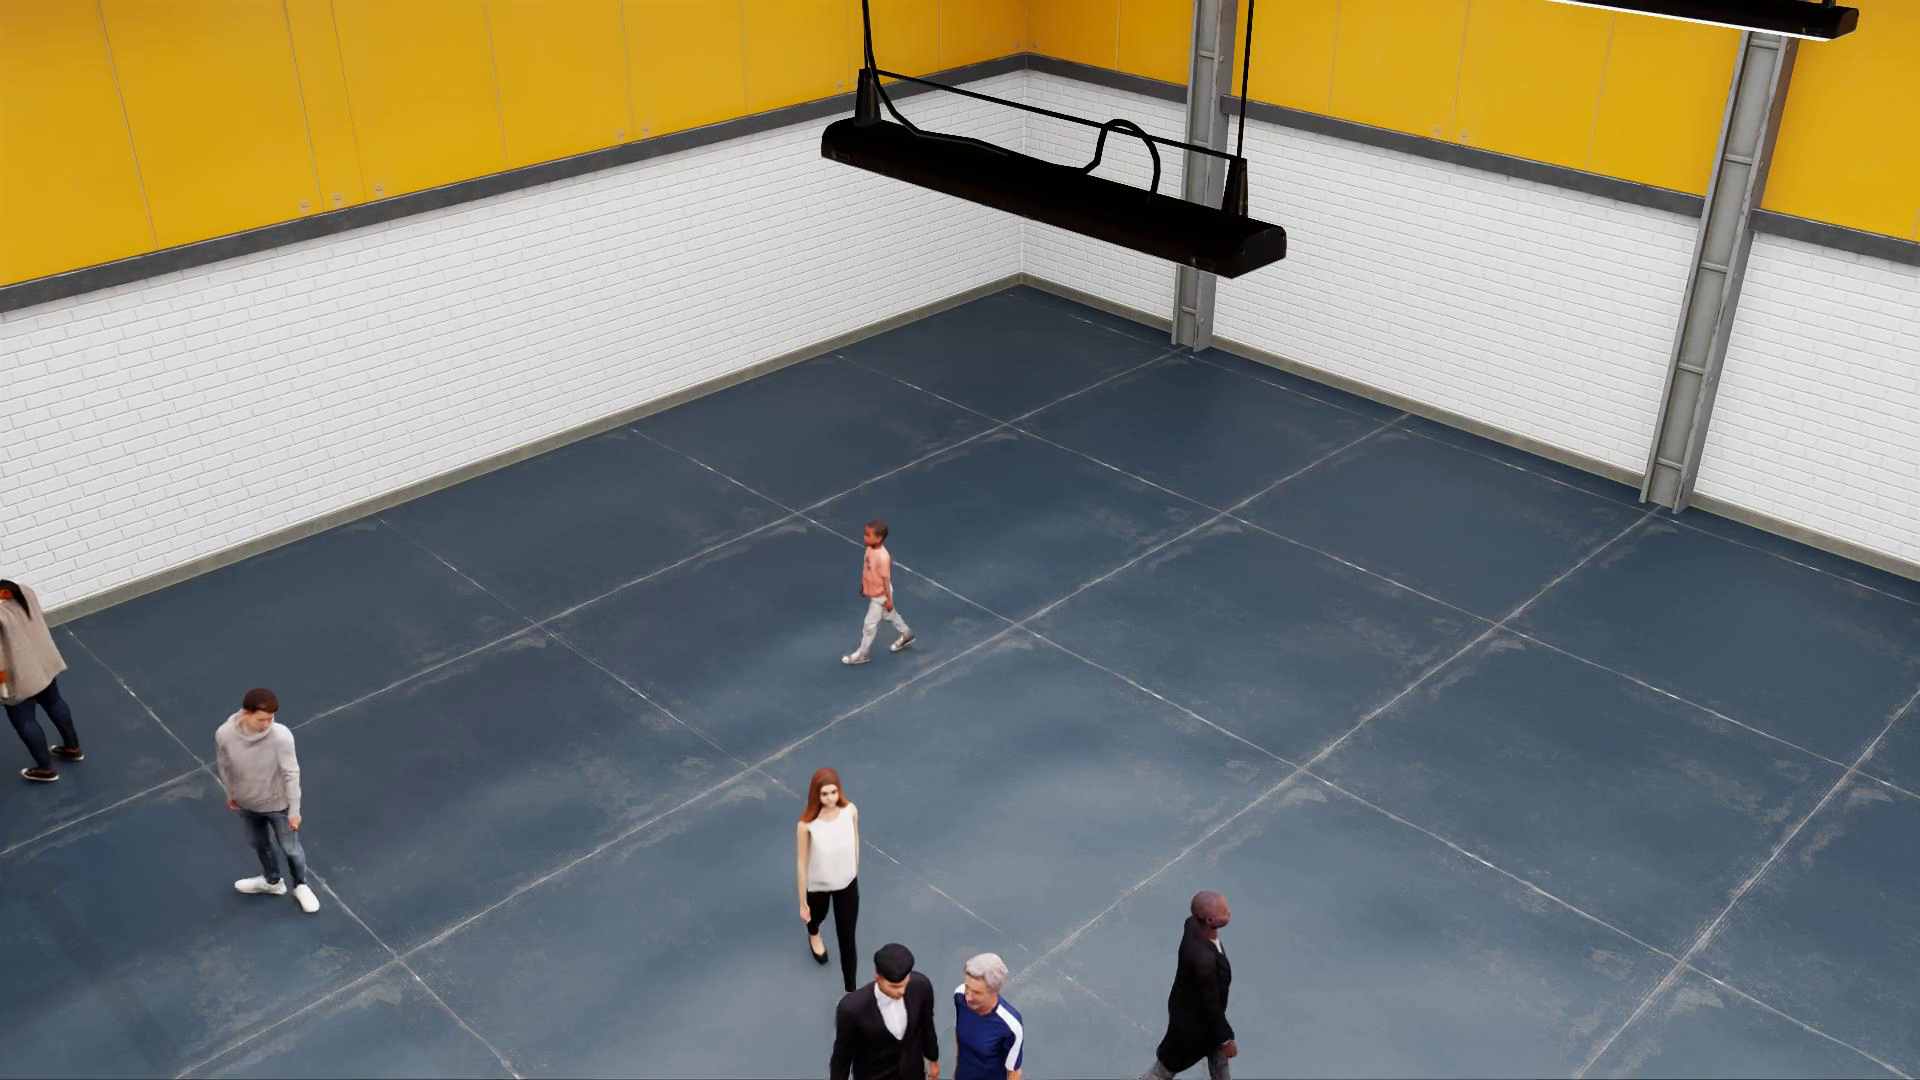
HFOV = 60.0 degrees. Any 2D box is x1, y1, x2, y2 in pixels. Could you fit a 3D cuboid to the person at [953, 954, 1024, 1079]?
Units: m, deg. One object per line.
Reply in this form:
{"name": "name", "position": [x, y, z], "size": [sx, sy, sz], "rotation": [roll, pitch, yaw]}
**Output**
{"name": "person", "position": [0.209, 2.887, 8.860], "size": [1.126, 1.802, 0.778], "rotation": [21, 35, 33]}

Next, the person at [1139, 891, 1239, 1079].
{"name": "person", "position": [1.212, 2.691, 9.304], "size": [1.226, 1.719, 1.100], "rotation": [3, 29, 5]}

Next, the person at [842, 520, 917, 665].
{"name": "person", "position": [-0.614, 0.415, 13.927], "size": [0.800, 1.289, 0.910], "rotation": [-11, 30, -19]}

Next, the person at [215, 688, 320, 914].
{"name": "person", "position": [-4.626, 1.695, 11.028], "size": [0.854, 1.818, 0.972], "rotation": [8, 30, 14]}

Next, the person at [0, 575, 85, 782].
{"name": "person", "position": [-6.961, 0.917, 12.386], "size": [0.869, 1.882, 0.830], "rotation": [5, 29, 8]}

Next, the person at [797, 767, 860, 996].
{"name": "person", "position": [-0.856, 2.110, 10.410], "size": [0.906, 1.680, 1.193], "rotation": [-11, 30, -19]}

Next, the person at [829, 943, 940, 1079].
{"name": "person", "position": [-0.413, 2.804, 8.945], "size": [0.920, 1.864, 0.891], "rotation": [-10, 30, -18]}
